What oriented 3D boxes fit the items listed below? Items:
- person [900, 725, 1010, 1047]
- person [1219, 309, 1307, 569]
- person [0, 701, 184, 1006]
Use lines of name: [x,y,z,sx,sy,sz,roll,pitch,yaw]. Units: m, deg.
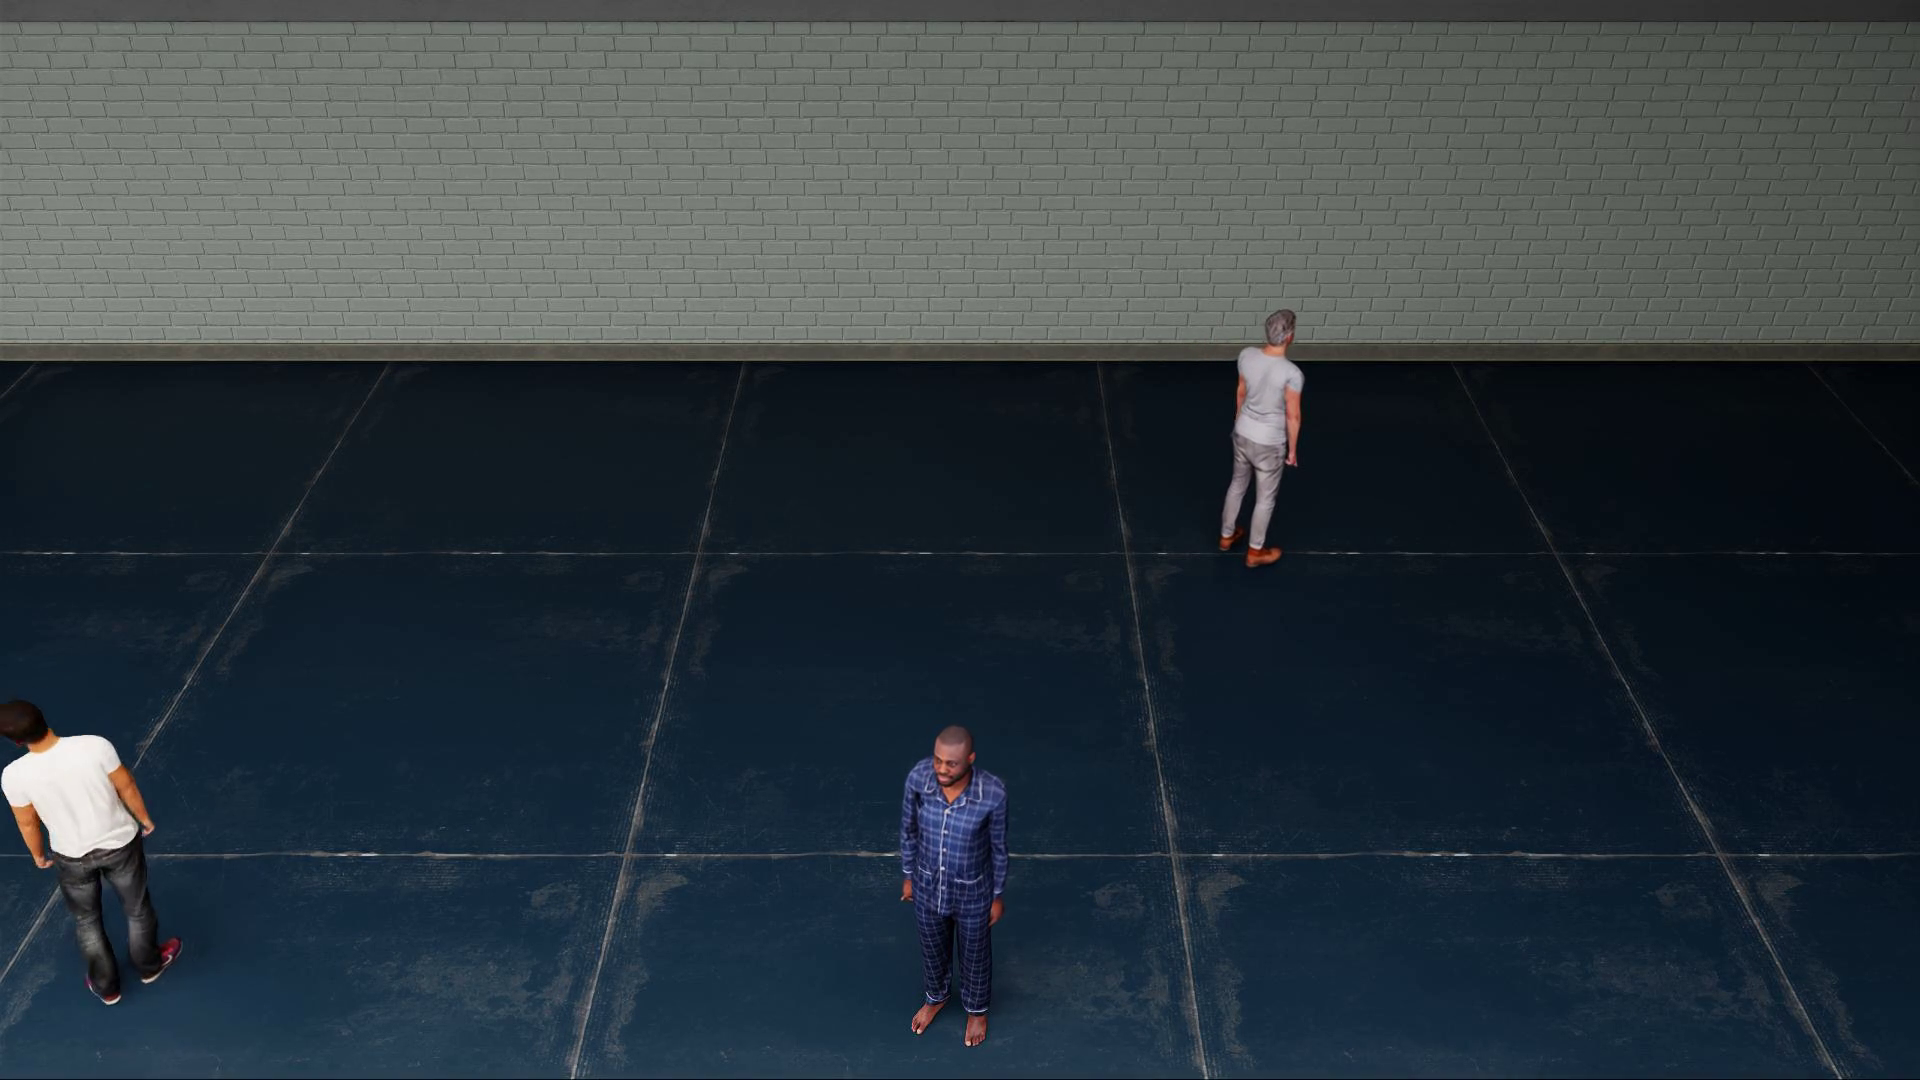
person: [-0.023,1.581,7.671,0.749,1.824,0.721,10,34,15]
person: [2.012,-0.679,11.153,0.844,1.818,0.761,-24,40,-32]
person: [-4.112,1.445,7.921,0.773,1.781,0.739,-5,33,-7]
